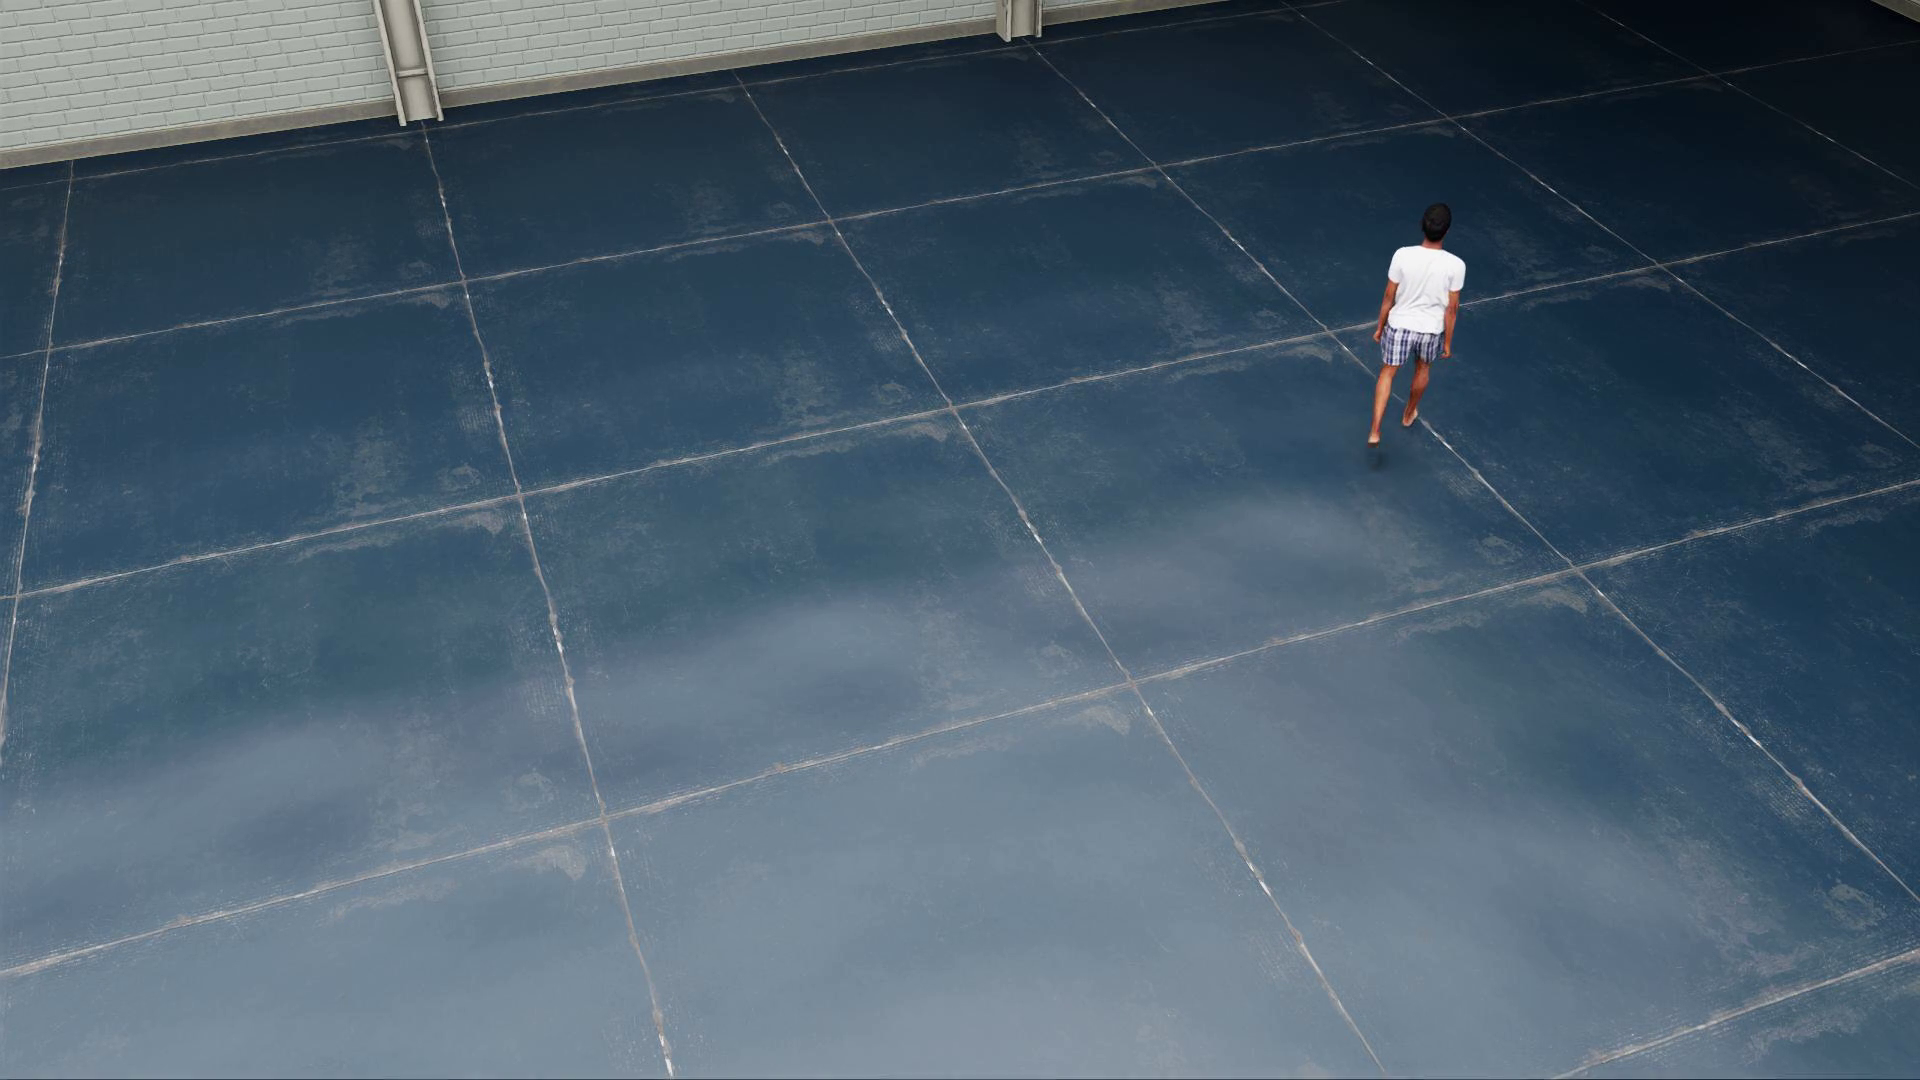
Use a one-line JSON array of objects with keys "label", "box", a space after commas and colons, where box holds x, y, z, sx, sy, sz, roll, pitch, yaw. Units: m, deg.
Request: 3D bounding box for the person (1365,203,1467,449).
[{"label": "person", "box": [2.928, -1.333, 10.782, 1.057, 1.705, 1.091, 13, 40, 16]}]
